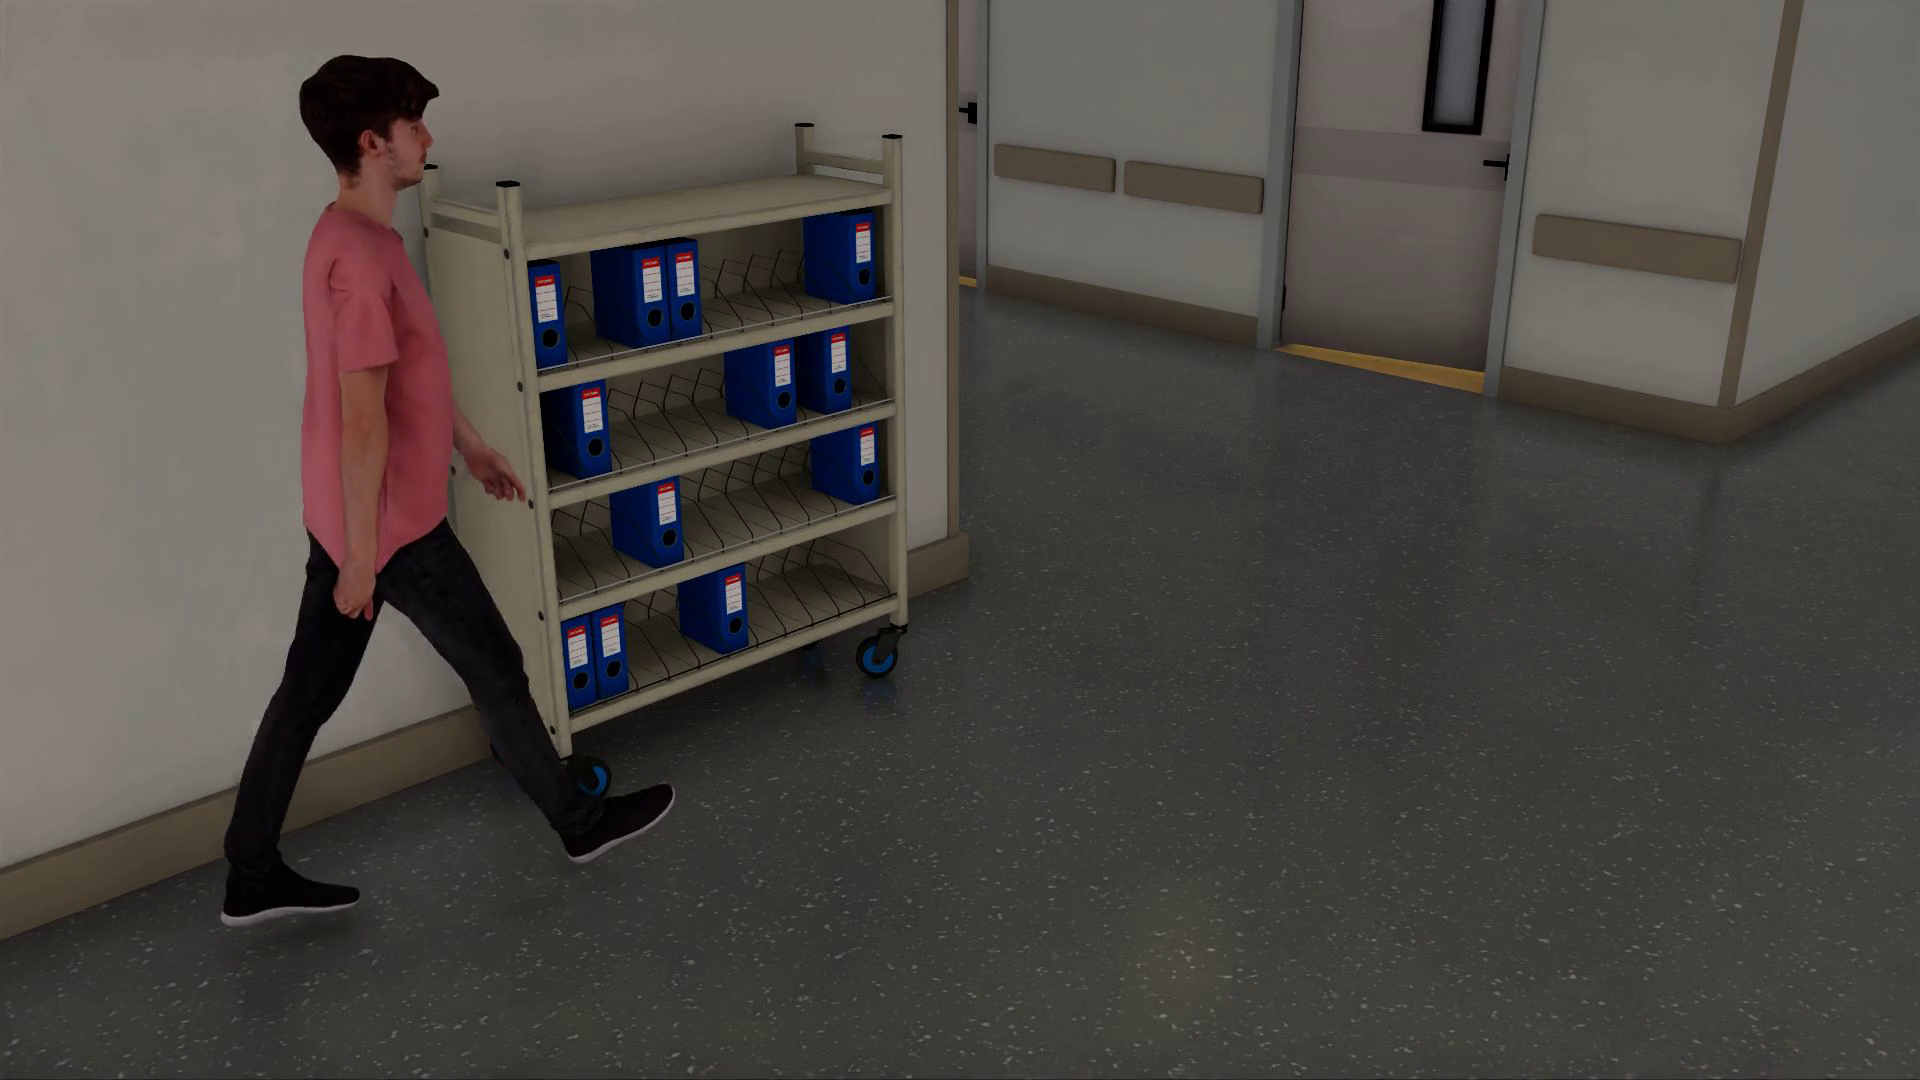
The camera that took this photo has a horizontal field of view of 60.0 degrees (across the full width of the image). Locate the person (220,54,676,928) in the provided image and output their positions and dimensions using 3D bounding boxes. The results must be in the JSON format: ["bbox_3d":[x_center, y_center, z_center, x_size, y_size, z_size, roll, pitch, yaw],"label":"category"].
[{"bbox_3d":[-1.351,0.001,3.568,1.320,1.898,0.832,-12,24,-29],"label":"person"}]
